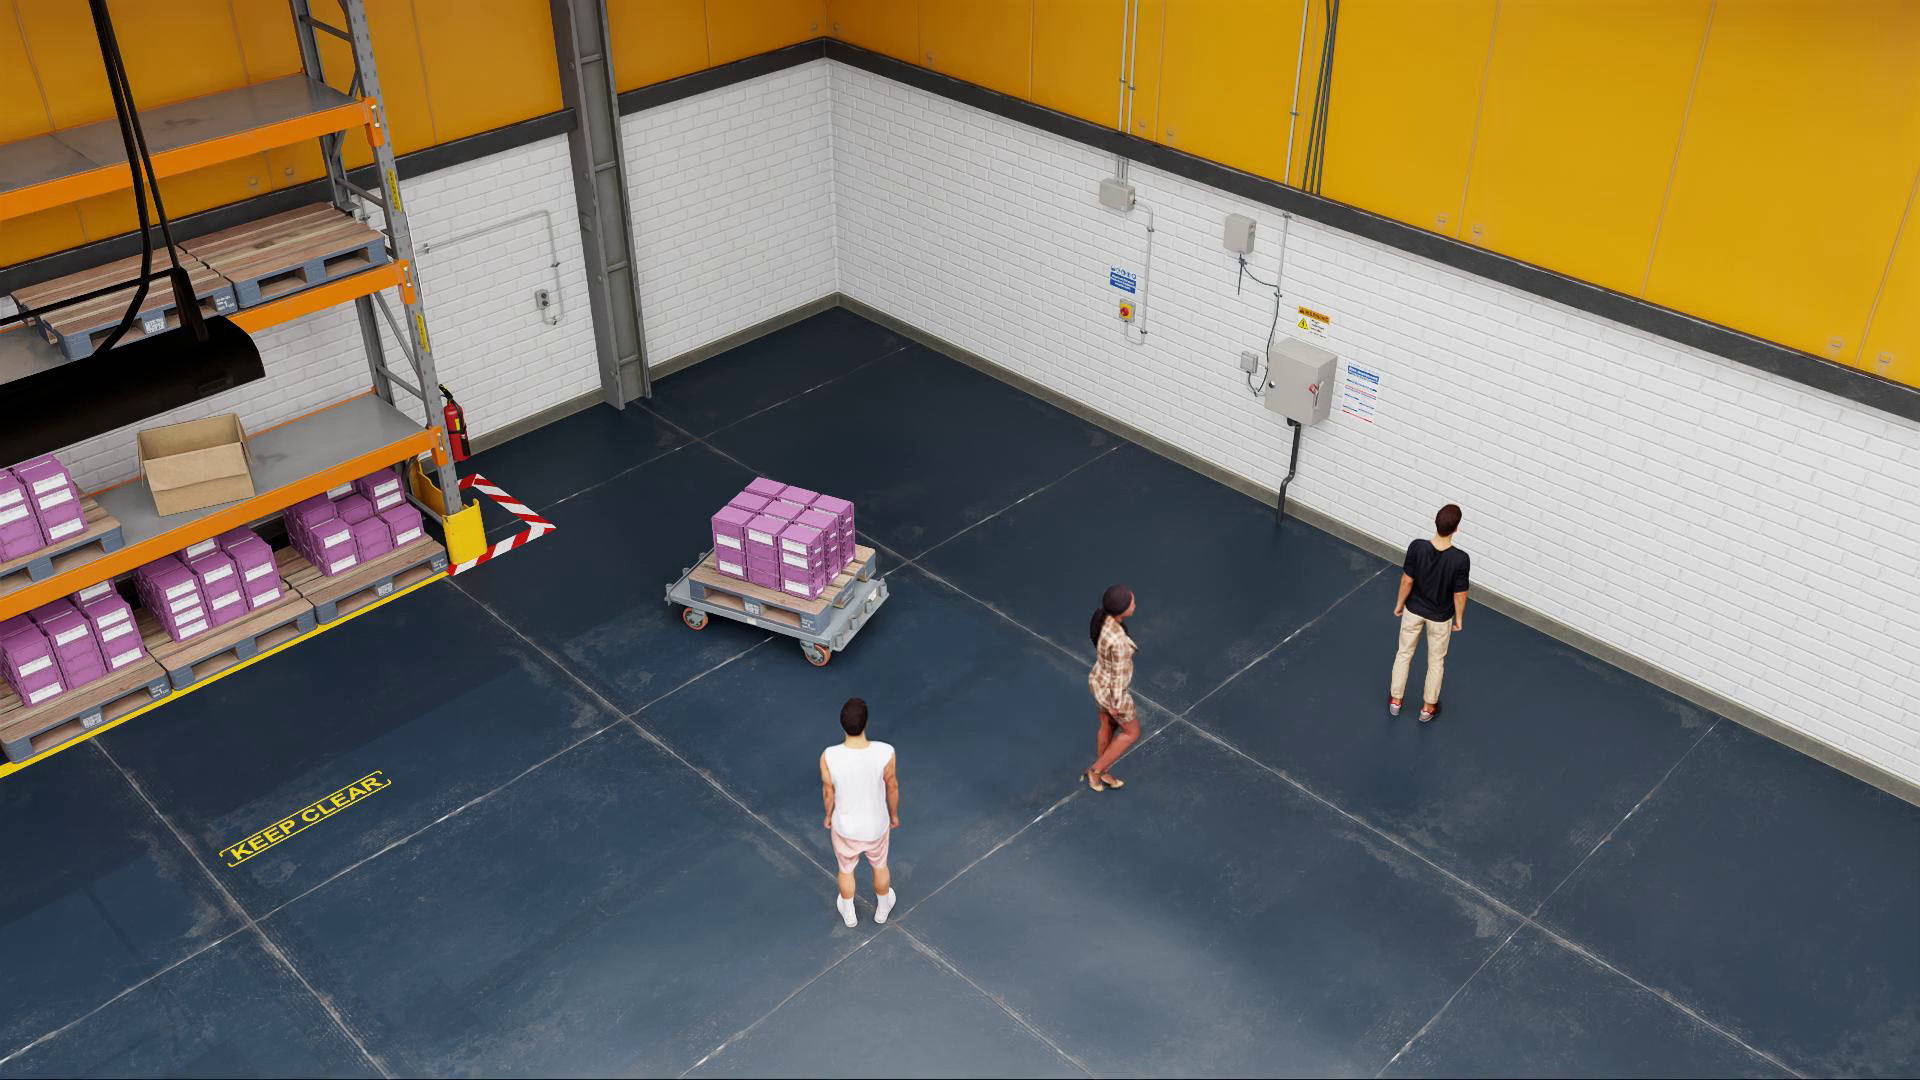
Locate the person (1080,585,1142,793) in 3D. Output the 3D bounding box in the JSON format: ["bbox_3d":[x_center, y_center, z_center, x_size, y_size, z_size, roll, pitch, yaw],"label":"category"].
[{"bbox_3d":[0.979,1.074,11.596,0.770,1.784,0.715,-8,34,-12],"label":"person"}]

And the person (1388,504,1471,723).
[{"bbox_3d":[3.478,0.536,12.339,0.716,1.857,0.652,14,36,20],"label":"person"}]

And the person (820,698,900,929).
[{"bbox_3d":[-0.637,1.754,10.568,0.715,1.789,0.790,-3,34,-4],"label":"person"}]
